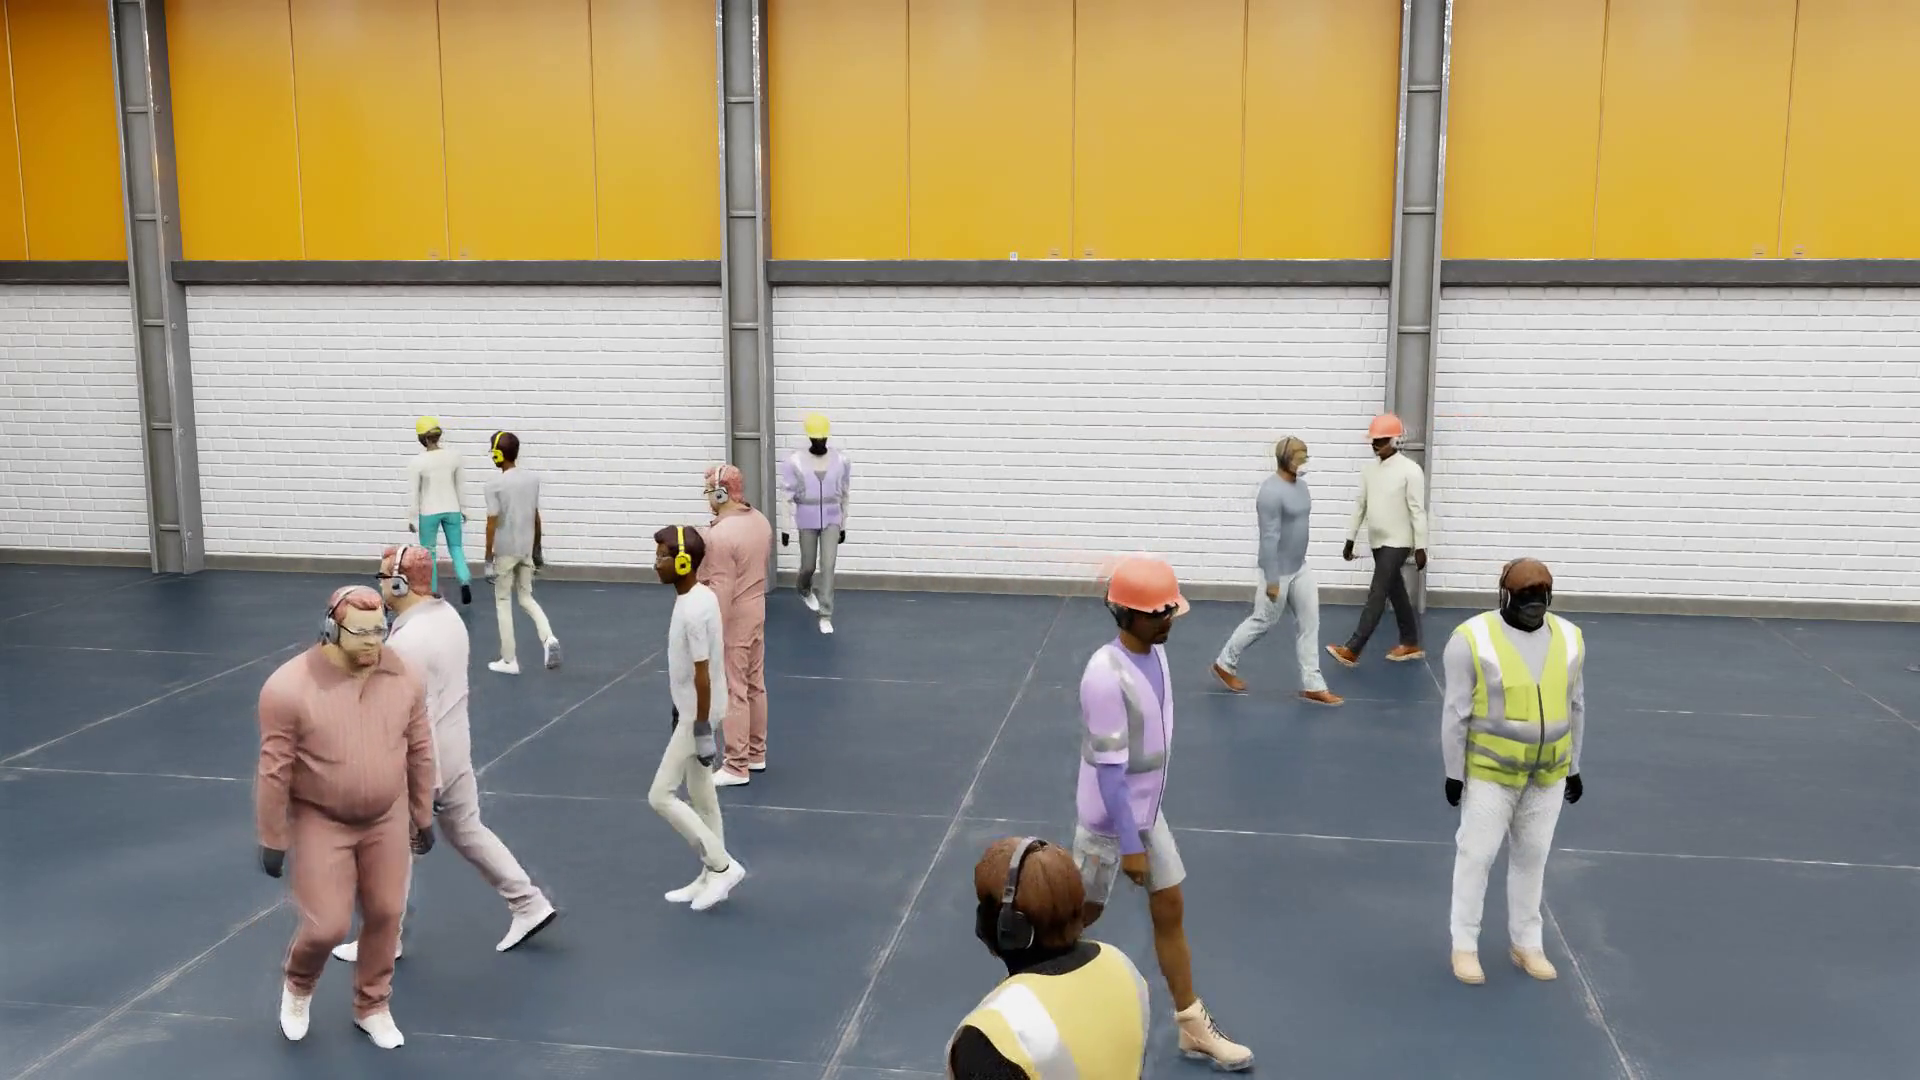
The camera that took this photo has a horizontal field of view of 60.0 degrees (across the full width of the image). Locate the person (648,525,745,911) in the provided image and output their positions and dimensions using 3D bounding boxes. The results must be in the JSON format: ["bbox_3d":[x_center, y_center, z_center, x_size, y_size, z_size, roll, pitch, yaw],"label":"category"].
[{"bbox_3d":[-1.286,0.844,7.885,0.398,1.852,0.531,0,9,-2],"label":"person"}]

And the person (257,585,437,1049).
[{"bbox_3d":[-2.368,1.072,6.433,0.672,1.872,0.562,-9,13,-44],"label":"person"}]

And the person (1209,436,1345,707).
[{"bbox_3d":[2.226,0.201,11.714,0.991,1.902,0.645,7,12,37],"label":"person"}]

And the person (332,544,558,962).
[{"bbox_3d":[-2.274,0.931,7.287,0.931,1.868,0.650,0,9,2],"label":"person"}]

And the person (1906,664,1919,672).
[{"bbox_3d":[7.540,0.187,12.298,0.745,1.743,0.520,5,10,28],"label":"person"}]

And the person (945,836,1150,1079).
[{"bbox_3d":[0.212,1.545,3.630,0.529,1.826,0.647,6,11,33],"label":"person"}]

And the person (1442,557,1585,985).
[{"bbox_3d":[2.364,0.976,7.092,0.633,1.840,0.429,-1,9,-9],"label":"person"}]

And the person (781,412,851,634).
[{"bbox_3d":[-1.240,-0.184,14.182,0.598,1.878,0.815,-2,9,-13],"label":"person"}]

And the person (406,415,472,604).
[{"bbox_3d":[-4.654,-0.241,14.854,0.572,1.754,0.555,-8,12,-40],"label":"person"}]

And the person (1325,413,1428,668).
[{"bbox_3d":[3.185,0.008,12.733,1.020,1.937,0.657,-4,10,-24],"label":"person"}]

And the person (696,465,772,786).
[{"bbox_3d":[-1.359,0.502,9.833,0.407,1.903,0.639,3,10,17],"label":"person"}]

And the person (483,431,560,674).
[{"bbox_3d":[-3.300,0.107,12.395,0.625,1.852,0.546,7,12,37],"label":"person"}]

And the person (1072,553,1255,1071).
[{"bbox_3d":[0.600,1.017,6.376,1.022,1.998,0.612,5,11,30],"label":"person"}]
